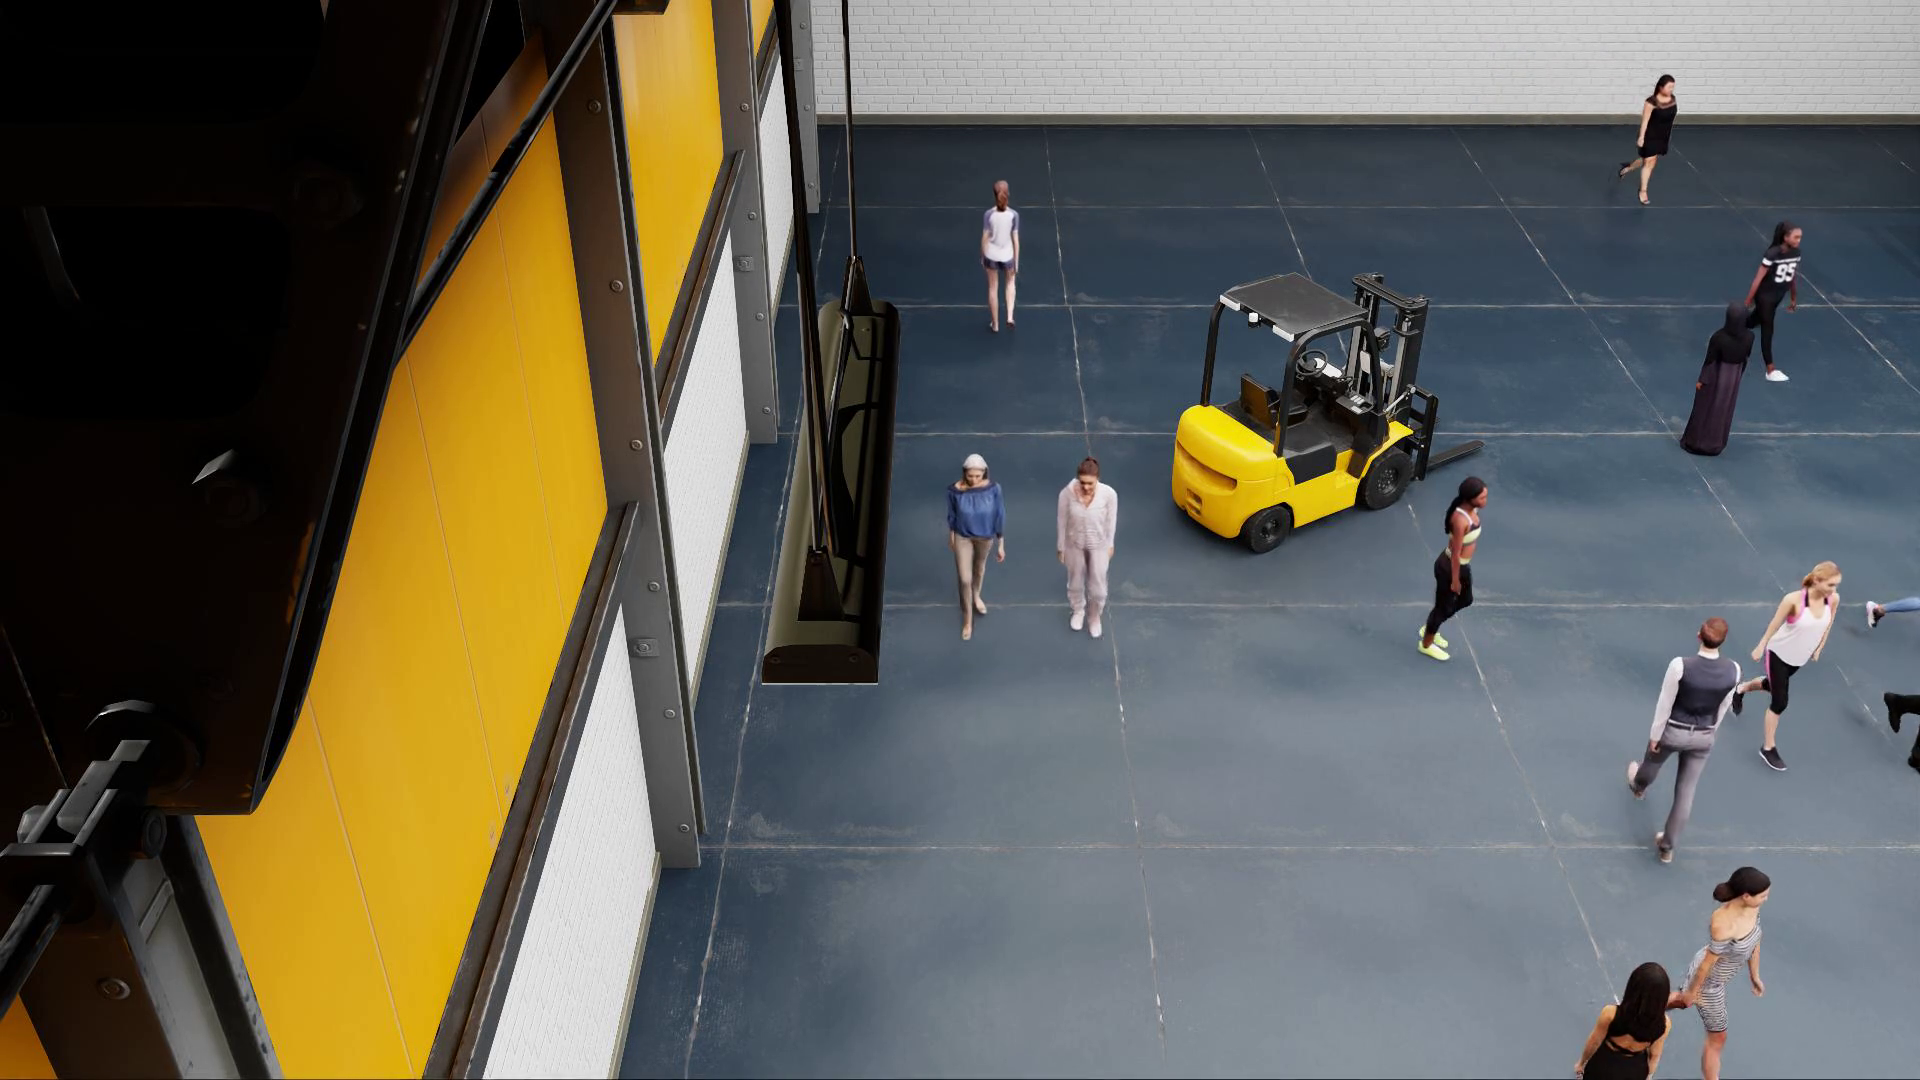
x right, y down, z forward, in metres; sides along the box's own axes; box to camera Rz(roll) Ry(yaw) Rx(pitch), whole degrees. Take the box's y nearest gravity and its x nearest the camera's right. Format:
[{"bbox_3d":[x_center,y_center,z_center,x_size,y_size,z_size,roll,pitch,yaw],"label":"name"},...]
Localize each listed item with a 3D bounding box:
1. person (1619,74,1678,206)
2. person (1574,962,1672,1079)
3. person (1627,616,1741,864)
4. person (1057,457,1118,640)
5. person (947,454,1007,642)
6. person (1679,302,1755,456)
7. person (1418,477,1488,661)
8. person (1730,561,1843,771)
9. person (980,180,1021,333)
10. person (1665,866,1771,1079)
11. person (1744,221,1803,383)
[{"bbox_3d":[9.041,-5.286,21.816,0.914,1.697,1.050,-17,37,-23],"label":"person"},{"bbox_3d":[3.684,3.069,9.313,0.602,1.623,0.938,3,34,4],"label":"person"},{"bbox_3d":[5.060,1.415,11.552,0.841,1.899,1.205,7,34,11],"label":"person"},{"bbox_3d":[1.054,0.000,13.885,0.668,1.673,0.660,3,34,5],"label":"person"},{"bbox_3d":[0.108,-0.057,13.975,0.705,1.668,0.926,-8,35,-12],"label":"person"},{"bbox_3d":[7.472,-1.591,16.333,0.605,1.614,0.588,-2,34,-2],"label":"person"},{"bbox_3d":[3.914,0.210,13.507,0.756,1.742,0.675,17,37,24],"label":"person"},{"bbox_3d":[6.208,0.818,12.590,0.750,1.745,1.138,-4,34,-6],"label":"person"},{"bbox_3d":[0.445,-3.113,18.493,0.589,1.756,0.627,-3,34,-4],"label":"person"},{"bbox_3d":[4.379,2.575,9.922,1.043,1.772,1.076,-28,43,-36],"label":"person"},{"bbox_3d":[8.580,-2.599,17.787,0.959,1.682,1.248,-14,36,-21],"label":"person"}]
